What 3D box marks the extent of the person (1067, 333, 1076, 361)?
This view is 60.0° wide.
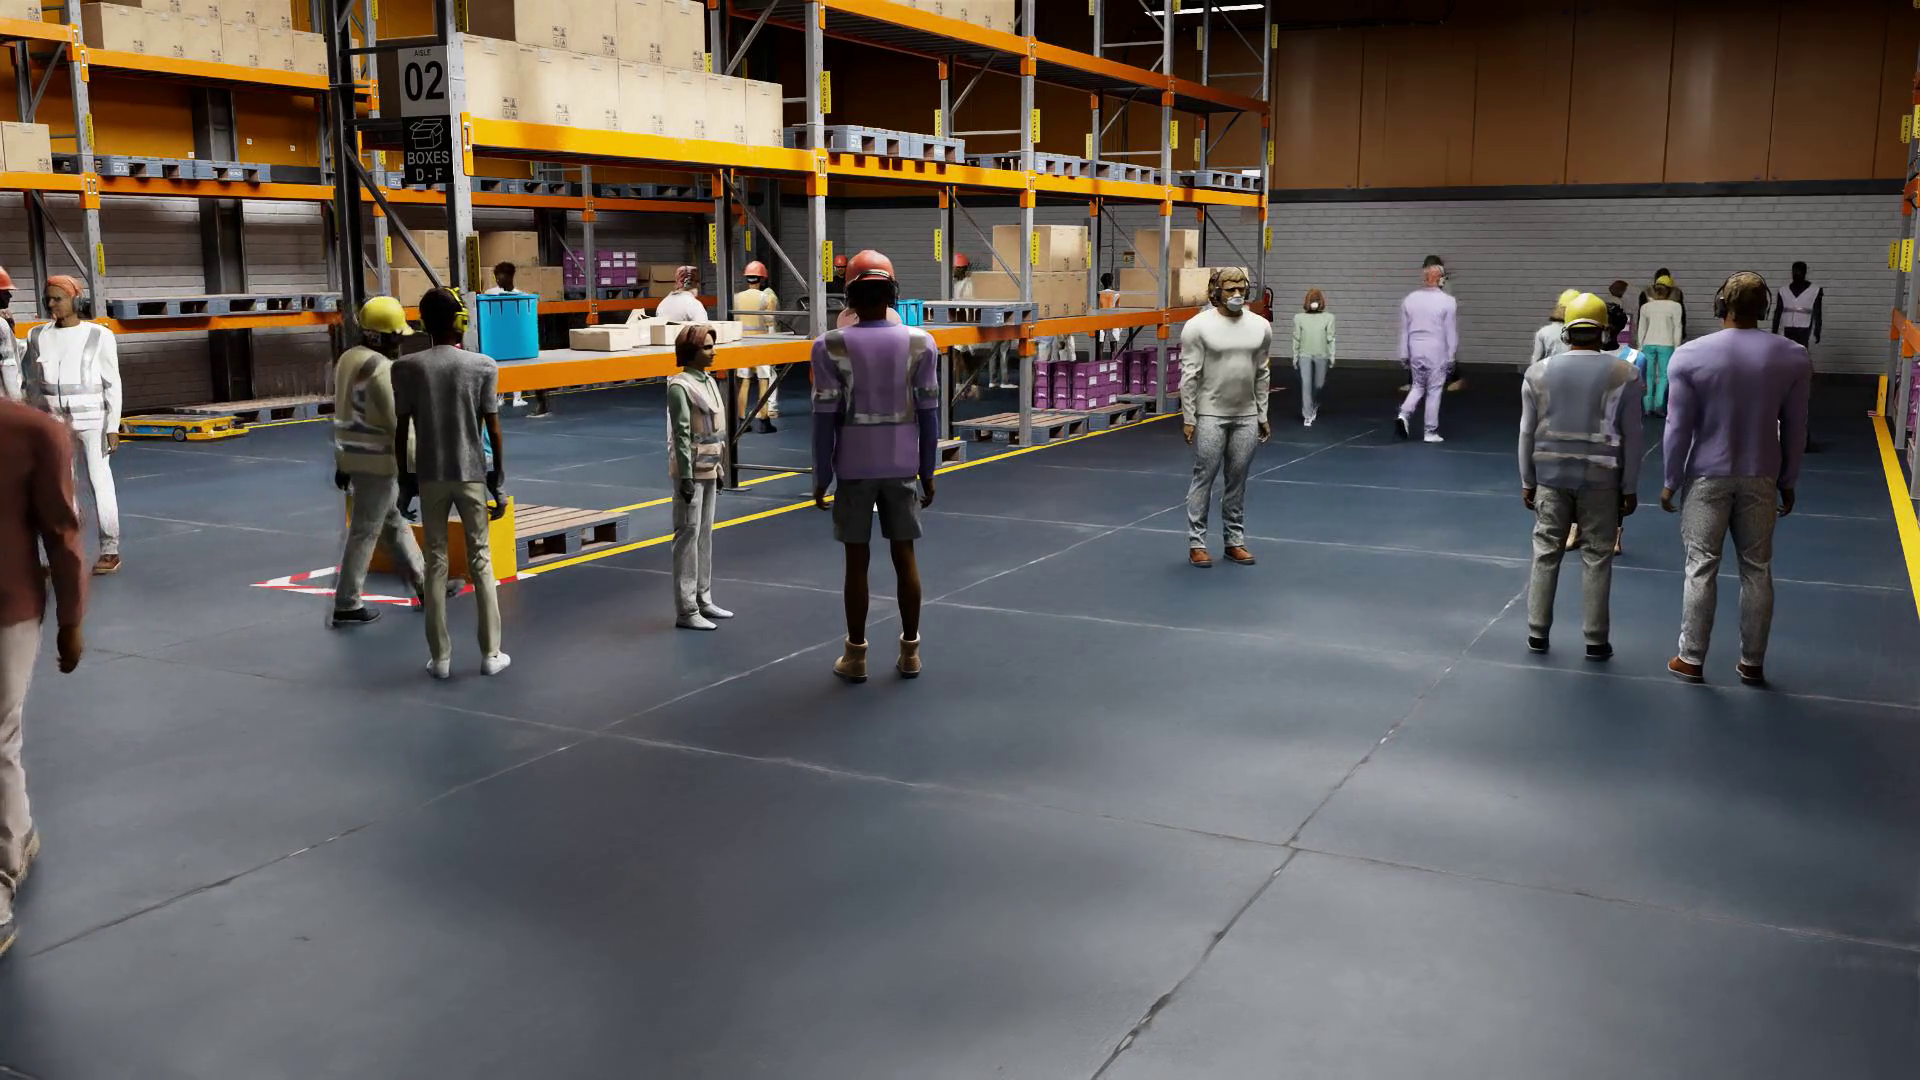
[{"bbox_3d":[1.605,-3.281,26.154,0.524,1.593,0.853,9,13,43],"label":"person"}]

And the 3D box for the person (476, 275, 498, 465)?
[{"bbox_3d":[-4.615,-1.640,15.929,0.565,1.848,0.390,9,13,42],"label":"person"}]

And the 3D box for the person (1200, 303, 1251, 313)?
[{"bbox_3d":[2.972,-2.071,18.636,0.592,1.787,0.955,4,11,23],"label":"person"}]

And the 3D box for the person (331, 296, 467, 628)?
[{"bbox_3d":[-3.072,-0.427,9.088,0.888,1.782,0.605,-8,13,-40],"label":"person"}]

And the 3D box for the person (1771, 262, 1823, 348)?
[{"bbox_3d":[11.680,-2.940,23.296,0.734,1.889,0.626,-9,13,-41],"label":"person"}]

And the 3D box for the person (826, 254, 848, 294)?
[{"bbox_3d":[-1.865,-3.487,26.192,0.619,1.994,0.381,-1,10,-6],"label":"person"}]

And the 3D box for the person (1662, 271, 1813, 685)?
[{"bbox_3d":[3.606,-0.280,7.793,0.628,1.940,0.373,2,10,11],"label":"person"}]

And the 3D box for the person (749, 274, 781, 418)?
[{"bbox_3d":[-2.426,-2.409,20.437,0.431,1.835,0.625,-4,11,-22],"label":"person"}]

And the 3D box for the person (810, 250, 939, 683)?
[{"bbox_3d":[-0.406,-0.339,7.856,0.605,2.036,0.383,-3,10,-14],"label":"person"}]

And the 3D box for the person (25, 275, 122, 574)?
[{"bbox_3d":[-5.577,-0.716,10.476,0.579,1.883,0.352,0,10,0],"label":"person"}]

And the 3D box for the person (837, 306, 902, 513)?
[{"bbox_3d":[-0.754,-1.169,13.058,0.639,1.900,0.404,7,12,36],"label":"person"}]

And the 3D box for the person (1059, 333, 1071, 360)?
[{"bbox_3d":[1.427,-3.252,25.007,0.544,1.936,0.359,4,11,22],"label":"person"}]

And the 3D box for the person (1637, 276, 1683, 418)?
[{"bbox_3d":[8.567,-2.368,20.474,0.641,1.739,0.534,-10,14,-44],"label":"person"}]

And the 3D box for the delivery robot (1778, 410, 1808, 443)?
[{"bbox_3d":[8.489,-1.244,17.090,0.477,0.478,0.707,6,12,32],"label":"delivery robot"}]

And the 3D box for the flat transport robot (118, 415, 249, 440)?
[{"bbox_3d":[-8.619,-1.242,18.182,1.431,0.197,0.652,2,10,11],"label":"flat transport robot"}]

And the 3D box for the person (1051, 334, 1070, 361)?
[{"bbox_3d":[1.432,-3.121,24.405,0.355,1.882,0.575,-7,12,-33],"label":"person"}]

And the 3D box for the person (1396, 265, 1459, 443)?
[{"bbox_3d":[4.985,-1.969,17.706,0.487,1.896,0.643,-8,13,-39],"label":"person"}]

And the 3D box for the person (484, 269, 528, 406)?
[{"bbox_3d":[-6.013,-2.694,21.961,0.521,1.873,0.334,1,10,5],"label":"person"}]

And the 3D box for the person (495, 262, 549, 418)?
[{"bbox_3d":[-5.472,-2.409,20.197,1.019,1.906,0.640,-9,13,-43],"label":"person"}]

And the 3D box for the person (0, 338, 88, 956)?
[{"bbox_3d":[-2.968,0.212,4.986,0.612,1.958,1.001,-1,10,-5],"label":"person"}]

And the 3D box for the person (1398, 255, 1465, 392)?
[{"bbox_3d":[6.937,-3.172,24.237,0.941,2.000,0.683,-4,11,-21],"label":"person"}]

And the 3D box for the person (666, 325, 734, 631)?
[{"bbox_3d":[-1.424,-0.342,9.015,0.308,1.641,0.511,2,10,10],"label":"person"}]

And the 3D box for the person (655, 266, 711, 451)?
[{"bbox_3d":[-2.518,-1.585,15.461,0.636,1.903,0.405,9,13,42],"label":"person"}]

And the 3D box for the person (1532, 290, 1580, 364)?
[{"bbox_3d":[5.186,-1.294,14.346,0.508,1.694,0.888,5,11,26],"label":"person"}]

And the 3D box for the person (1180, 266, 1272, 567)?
[{"bbox_3d":[1.719,-0.793,10.759,0.634,1.938,0.355,-3,10,-18],"label":"person"}]

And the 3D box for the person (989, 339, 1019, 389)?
[{"bbox_3d":[0.636,-3.216,24.824,0.378,1.923,0.596,-9,13,-41],"label":"person"}]

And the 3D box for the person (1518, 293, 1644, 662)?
[{"bbox_3d":[3.098,-0.313,8.325,0.592,1.826,0.404,6,12,32],"label":"person"}]

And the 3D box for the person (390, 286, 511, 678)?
[{"bbox_3d":[-2.430,-0.268,7.941,0.513,1.865,0.329,-2,10,-11],"label":"person"}]

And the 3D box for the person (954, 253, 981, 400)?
[{"bbox_3d":[-0.022,-2.900,22.754,0.749,2.016,0.612,-3,10,-15],"label":"person"}]

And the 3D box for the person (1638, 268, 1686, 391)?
[{"bbox_3d":[10.360,-3.115,24.615,0.630,1.807,0.930,0,10,1],"label":"person"}]

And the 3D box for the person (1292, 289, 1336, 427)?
[{"bbox_3d":[4.171,-2.161,19.640,0.504,1.612,0.696,1,10,7],"label":"person"}]

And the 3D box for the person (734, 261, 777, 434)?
[{"bbox_3d":[-2.286,-2.155,18.678,0.547,1.927,0.393,3,10,19],"label":"person"}]

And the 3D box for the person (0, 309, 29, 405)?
[{"bbox_3d":[-7.111,-0.927,12.410,0.522,1.636,0.310,0,10,0],"label":"person"}]

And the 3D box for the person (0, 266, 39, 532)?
[{"bbox_3d":[-6.903,-1.003,11.981,0.545,1.938,0.359,7,12,35],"label":"person"}]

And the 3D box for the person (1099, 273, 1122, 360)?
[{"bbox_3d":[2.423,-3.539,27.349,0.536,1.699,0.318,2,10,11],"label":"person"}]

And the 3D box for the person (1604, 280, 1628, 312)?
[{"bbox_3d":[10.020,-3.188,25.585,0.363,1.609,0.542,-3,10,-15],"label":"person"}]

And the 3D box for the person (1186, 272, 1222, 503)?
[{"bbox_3d":[2.105,-1.230,13.493,0.532,1.868,0.310,6,11,31],"label":"person"}]

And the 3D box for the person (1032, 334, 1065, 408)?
[{"bbox_3d":[1.020,-2.651,21.655,0.554,1.903,0.951,5,11,28],"label":"person"}]

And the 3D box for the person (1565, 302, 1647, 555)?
[{"bbox_3d":[4.317,-0.746,11.190,0.534,1.697,0.318,7,12,34],"label":"person"}]
